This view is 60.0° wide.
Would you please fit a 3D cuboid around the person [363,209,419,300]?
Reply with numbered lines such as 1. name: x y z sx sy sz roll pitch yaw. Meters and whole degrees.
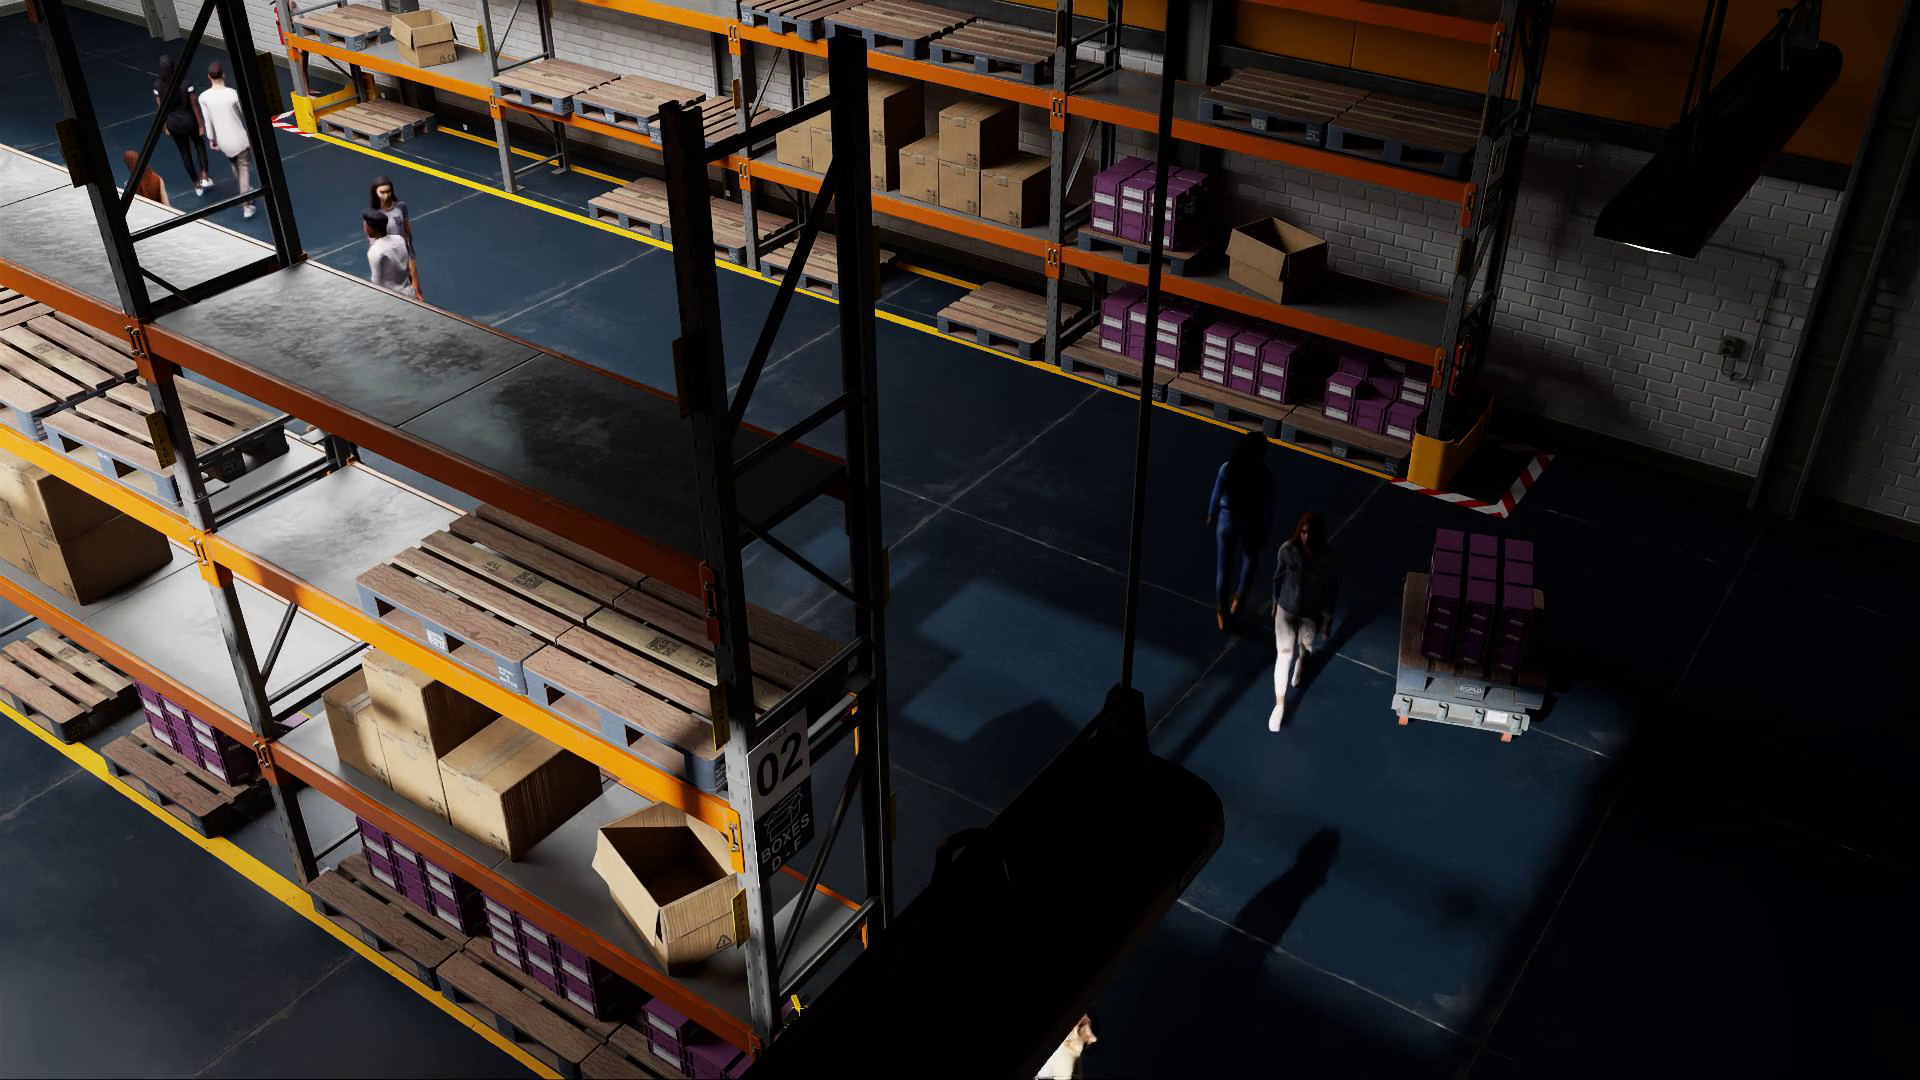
1. person: -5.422 -2.328 16.116 0.778 1.789 0.726 13 36 19

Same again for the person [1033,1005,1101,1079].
1. person: 0.575 2.855 8.389 0.867 1.712 0.804 4 34 6

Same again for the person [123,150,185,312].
1. person: -8.495 -3.238 17.588 0.747 1.676 1.152 -24 41 -32

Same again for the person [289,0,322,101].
1. person: -9.297 -7.009 23.329 0.718 1.601 0.669 -3 34 -4

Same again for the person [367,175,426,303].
1. person: -5.861 -2.957 17.152 0.873 1.689 1.159 -21 39 -28

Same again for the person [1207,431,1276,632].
1. person: 2.151 -0.025 12.730 0.700 1.702 0.817 4 34 6

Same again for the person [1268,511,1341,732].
1. person: 2.479 0.482 12.002 1.110 1.664 0.917 10 35 15

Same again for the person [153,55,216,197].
1. person: -9.442 -5.001 20.199 0.735 1.721 0.781 -12 35 -17

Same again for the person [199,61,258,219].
1. person: -8.612 -4.723 19.702 1.072 1.809 1.102 -3 34 -5
